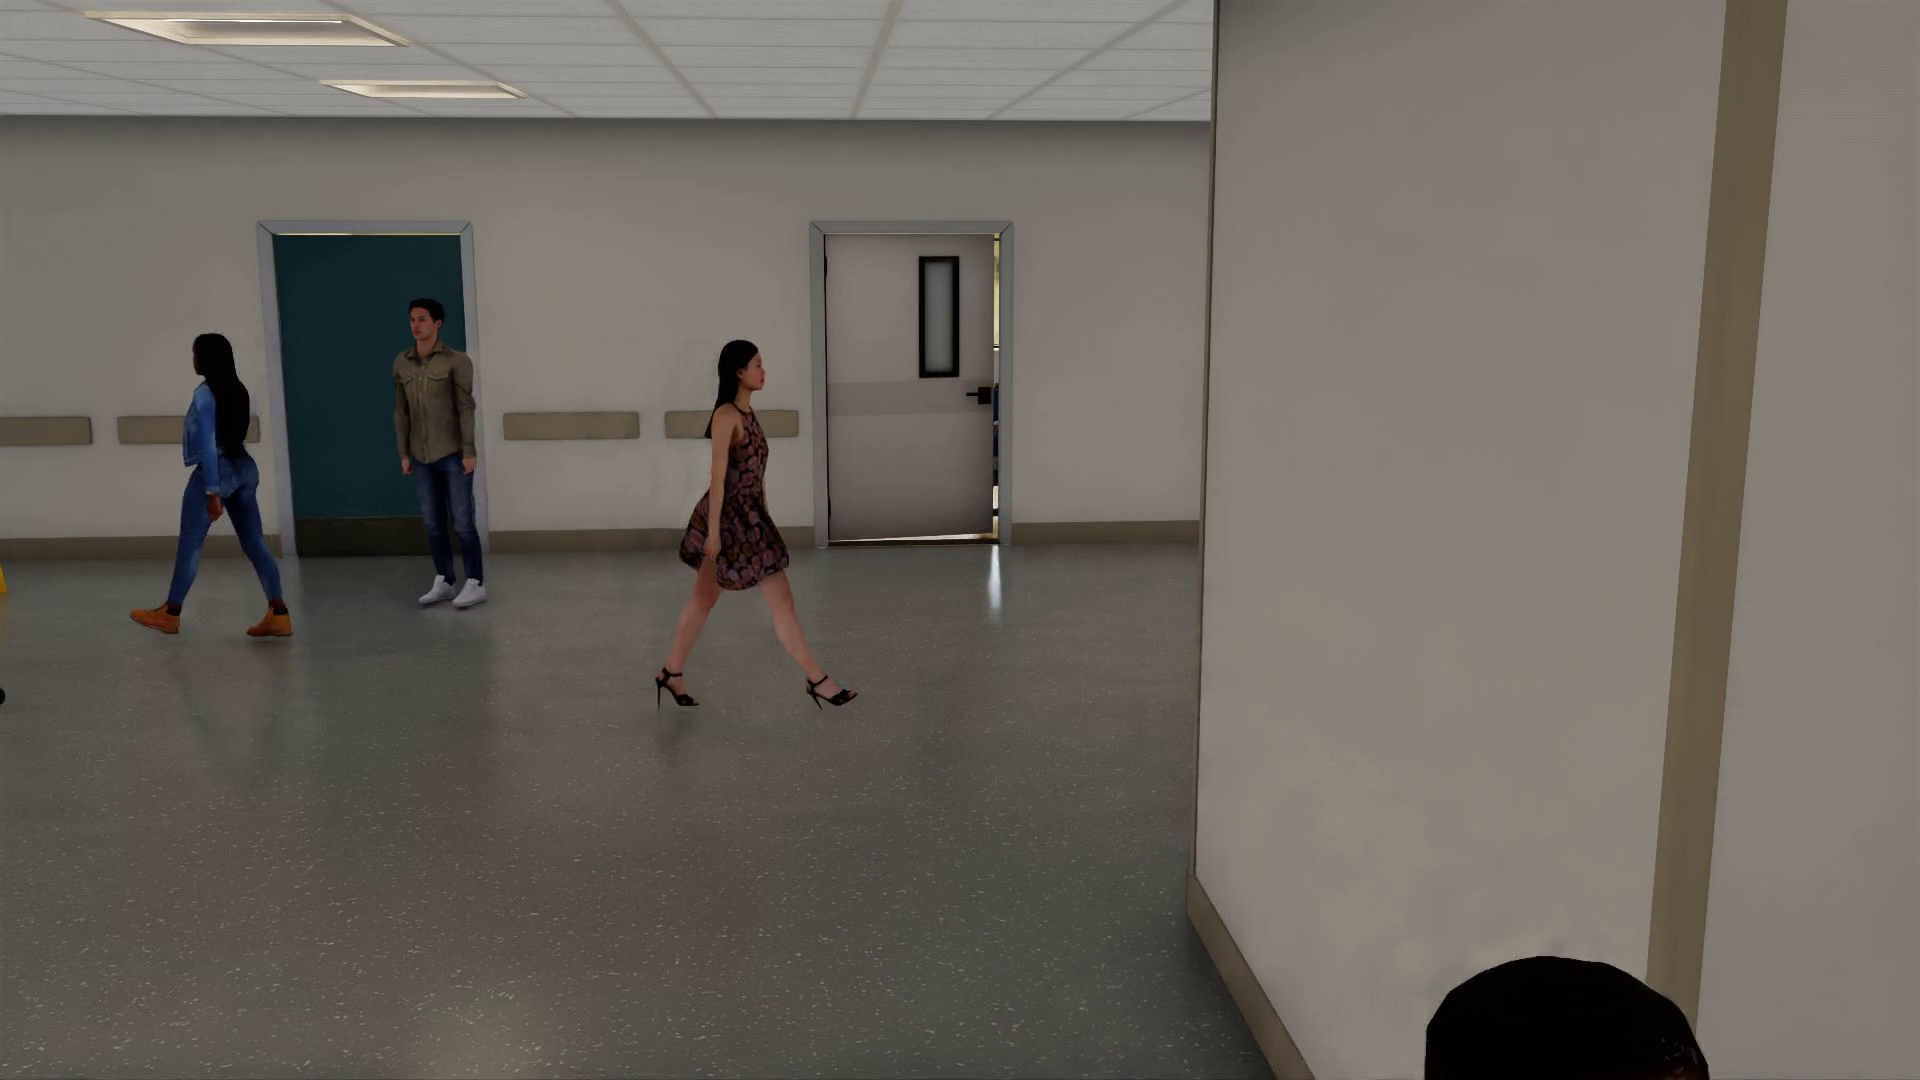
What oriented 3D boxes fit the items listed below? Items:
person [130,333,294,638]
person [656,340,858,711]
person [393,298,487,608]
[{"bbox_3d":[-3.919,-0.259,9.084,1.149,1.680,0.796,1,11,6],"label":"person"},{"bbox_3d":[-1.108,-0.001,7.658,1.247,1.705,0.791,1,11,8],"label":"person"},{"bbox_3d":[-3.092,-0.522,10.005,0.647,1.854,0.821,3,11,14],"label":"person"}]
